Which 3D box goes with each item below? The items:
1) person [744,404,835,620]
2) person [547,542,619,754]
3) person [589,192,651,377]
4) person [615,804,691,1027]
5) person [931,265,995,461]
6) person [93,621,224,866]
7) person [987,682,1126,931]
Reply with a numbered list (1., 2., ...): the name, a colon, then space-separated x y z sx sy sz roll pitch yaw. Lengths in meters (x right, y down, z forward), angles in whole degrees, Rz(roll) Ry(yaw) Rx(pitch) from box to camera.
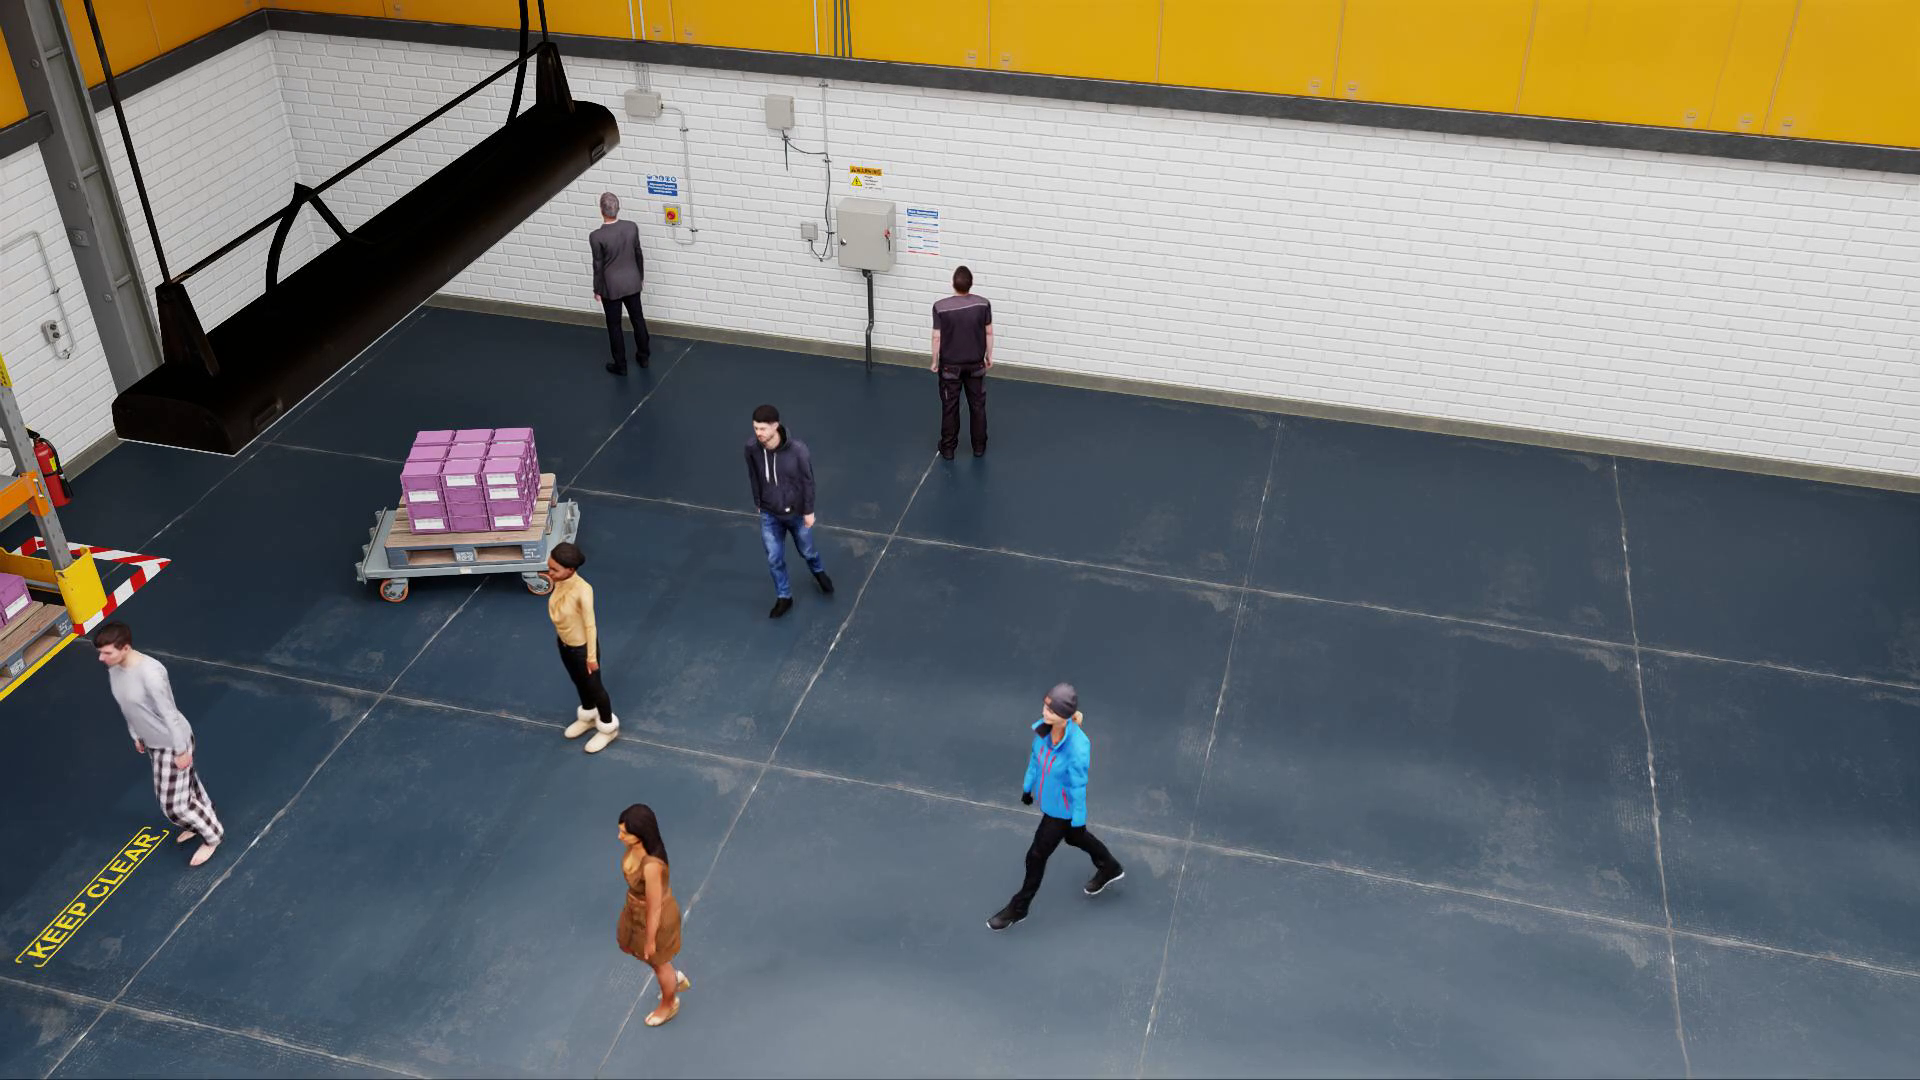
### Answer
1. person: -1.295 -0.272 12.687 0.705 1.857 0.890 6 34 9
2. person: -2.607 0.702 11.401 0.699 1.659 0.668 -27 42 -34
3. person: -3.281 -2.476 16.016 0.768 1.842 0.873 -24 41 -32
4. person: -1.657 2.082 9.308 0.774 1.678 0.712 -16 37 -23
5. person: 0.022 -1.565 14.639 0.786 1.849 0.745 -4 34 -7
6. person: -4.985 1.225 10.454 0.723 1.835 0.749 22 39 29
7. person: 0.675 1.577 9.996 1.169 1.756 1.186 -14 36 -19
